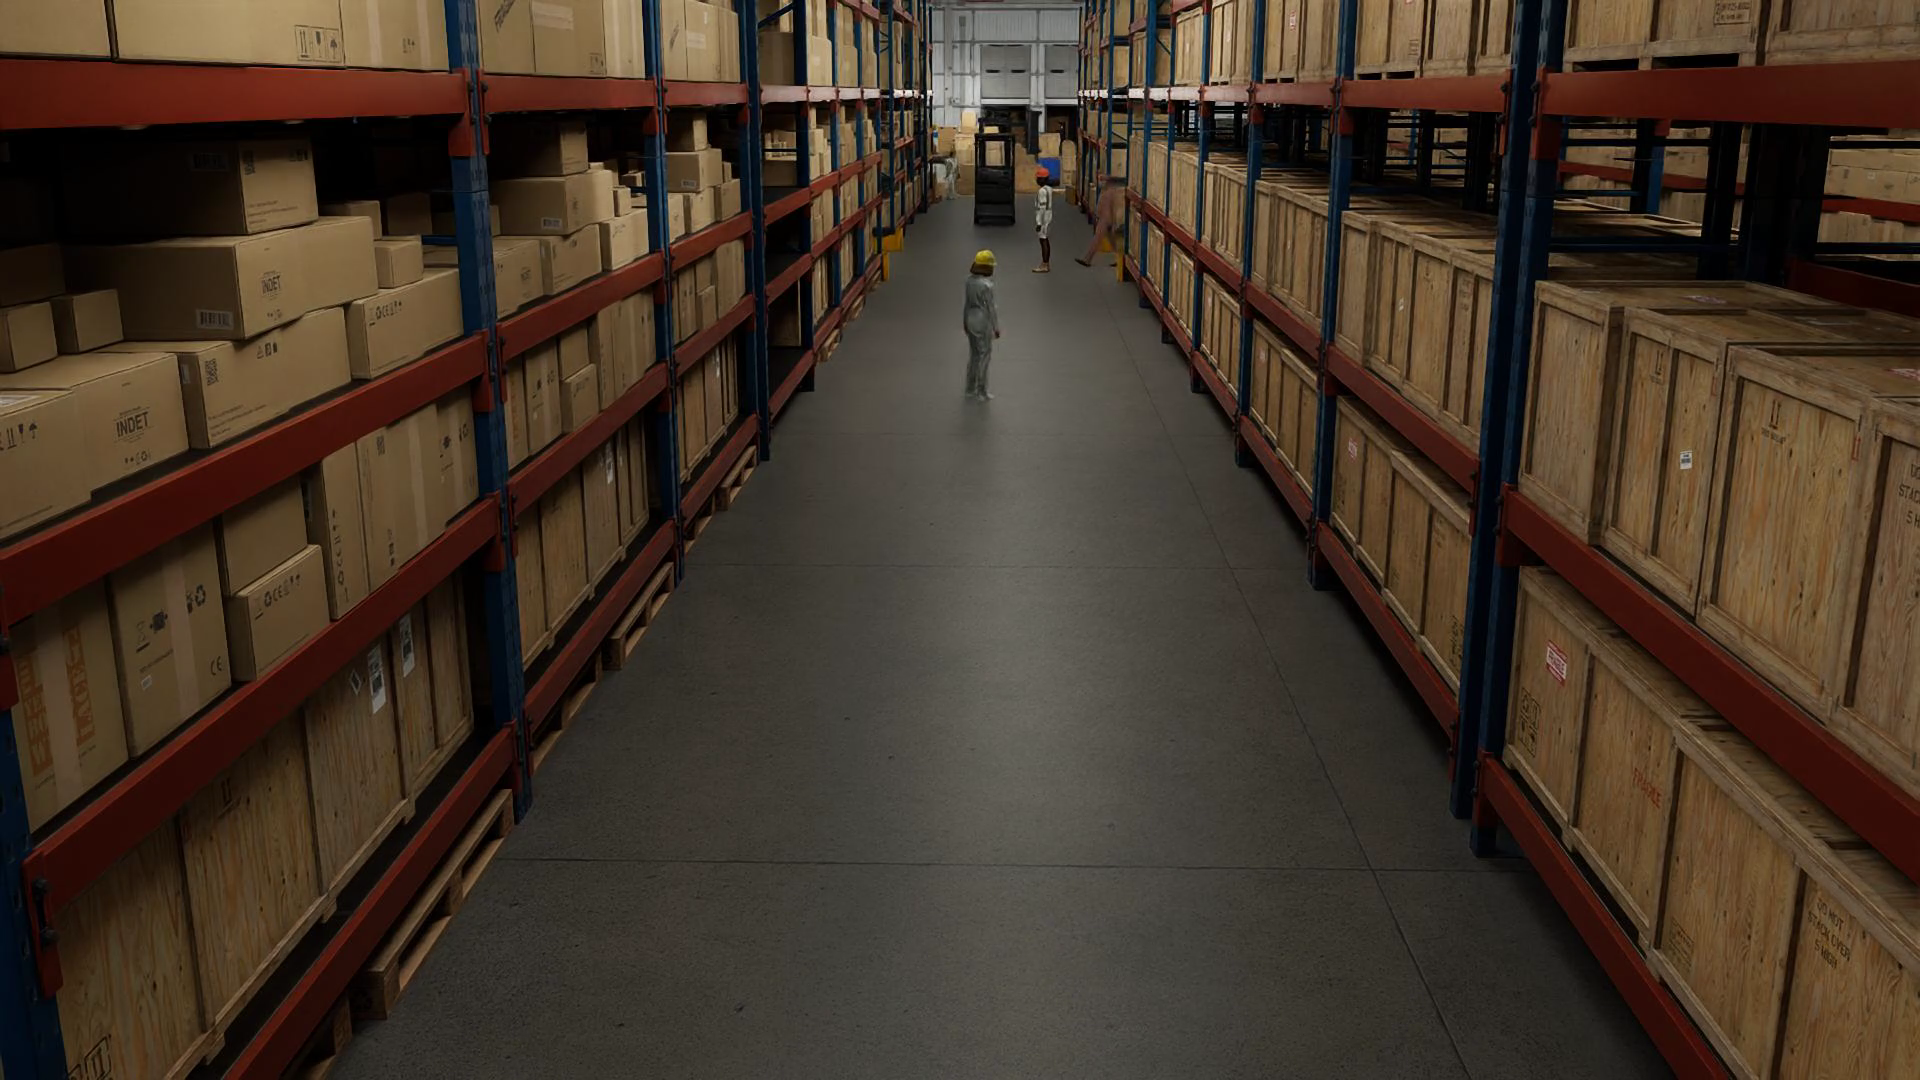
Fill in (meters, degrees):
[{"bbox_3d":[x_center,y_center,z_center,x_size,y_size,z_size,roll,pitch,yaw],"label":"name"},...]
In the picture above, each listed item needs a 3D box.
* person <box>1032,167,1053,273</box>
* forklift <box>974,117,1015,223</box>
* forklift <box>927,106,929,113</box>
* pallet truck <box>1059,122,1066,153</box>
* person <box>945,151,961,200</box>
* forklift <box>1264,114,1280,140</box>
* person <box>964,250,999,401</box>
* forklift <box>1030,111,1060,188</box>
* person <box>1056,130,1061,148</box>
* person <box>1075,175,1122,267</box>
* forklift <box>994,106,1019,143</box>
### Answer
[{"bbox_3d":[1.627,-6.315,32.869,0.370,2.047,0.606,4,16,14],"label":"person"},{"bbox_3d":[0.958,-10.168,45.624,1.129,2.768,1.873,0,15,1],"label":"forklift"},{"bbox_3d":[-2.016,-20.522,84.149,1.129,2.768,1.873,0,15,2],"label":"forklift"},{"bbox_3d":[5.788,-21.111,88.014,1.885,1.965,0.823,5,16,18],"label":"pallet truck"},{"bbox_3d":[-0.193,-12.088,55.172,0.534,1.593,0.862,-12,19,-39],"label":"person"},{"bbox_3d":[11.027,-14.002,59.888,1.129,2.768,1.873,0,15,2],"label":"forklift"},{"bbox_3d":[0.246,-2.481,19.210,0.327,1.737,0.512,-9,17,-30],"label":"person"},{"bbox_3d":[2.817,-14.645,62.280,1.873,2.768,1.129,0,15,1],"label":"forklift"},{"bbox_3d":[5.050,-20.411,86.104,0.312,1.635,0.511,5,16,18],"label":"person"},{"bbox_3d":[2.905,-6.503,33.940,1.035,1.851,0.647,2,15,8],"label":"person"},{"bbox_3d":[2.165,-20.356,83.529,1.129,2.768,1.873,-7,17,-24],"label":"forklift"}]
